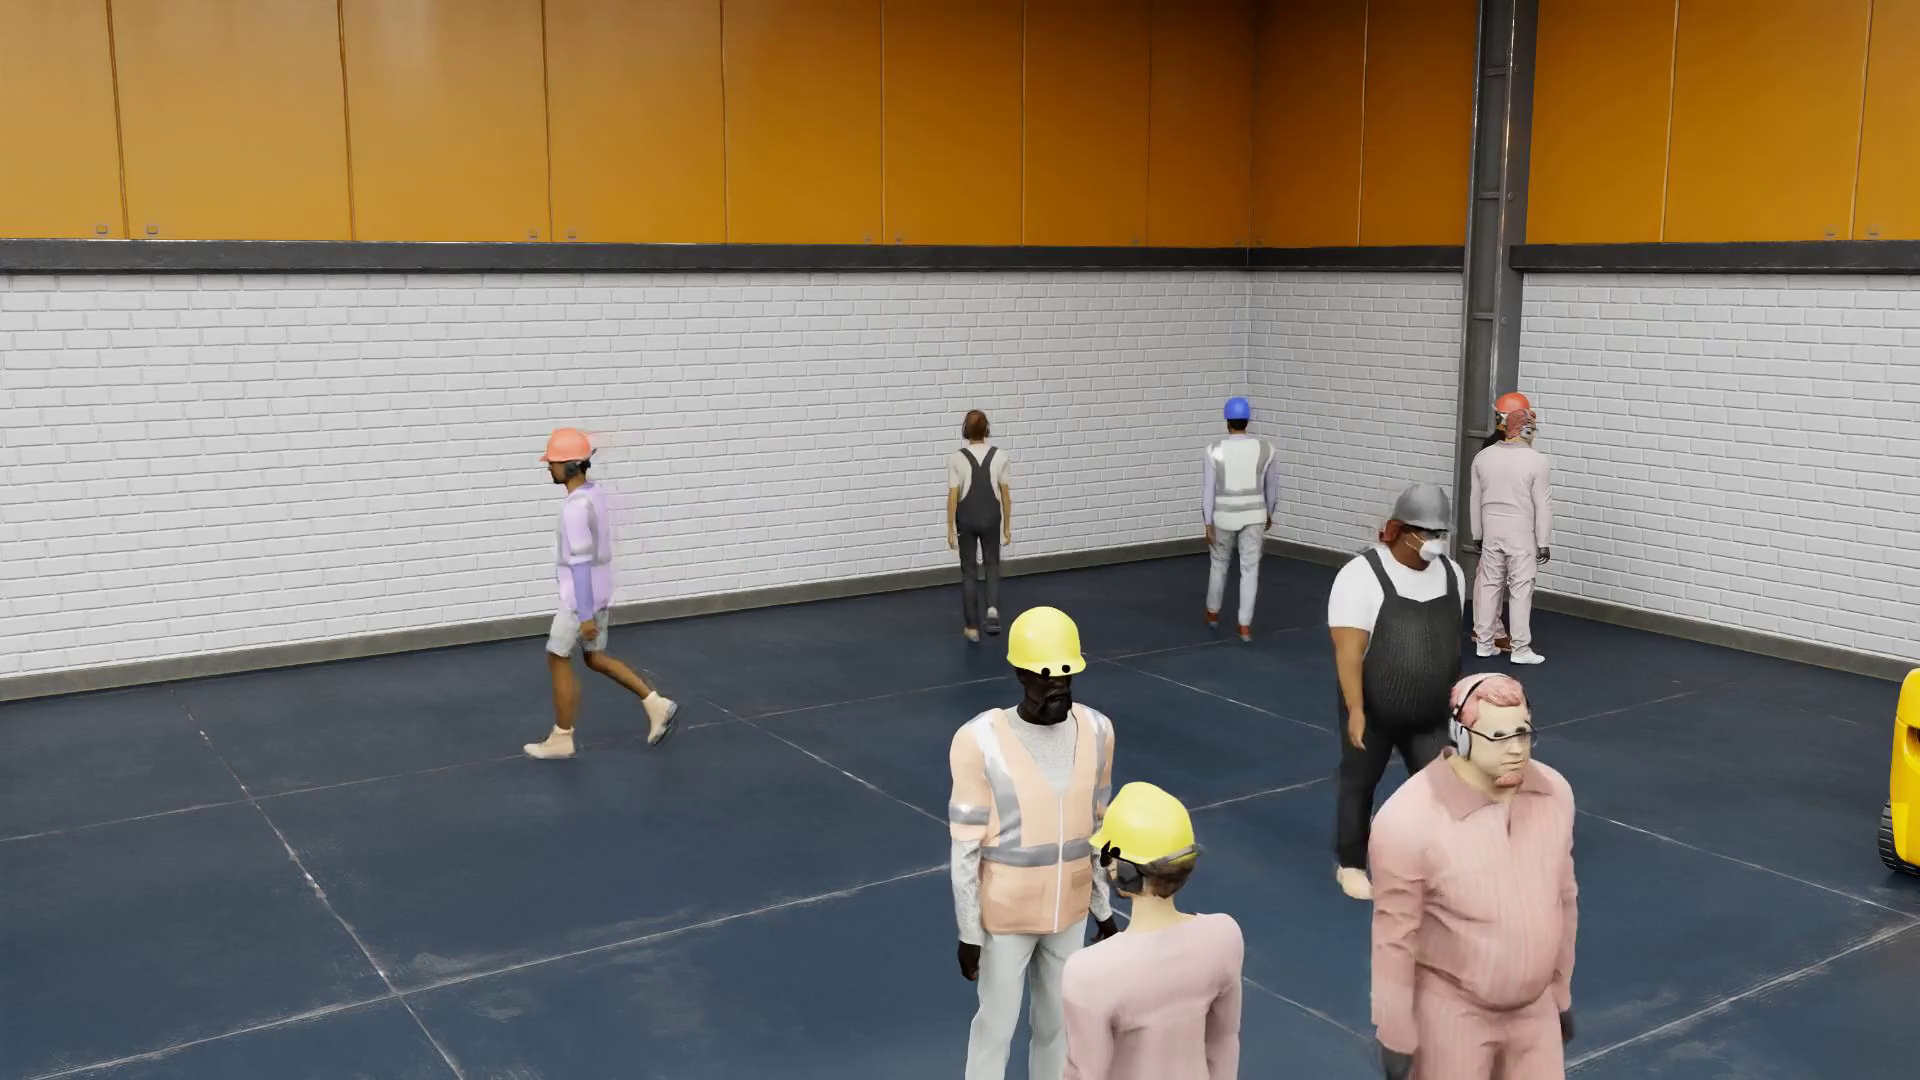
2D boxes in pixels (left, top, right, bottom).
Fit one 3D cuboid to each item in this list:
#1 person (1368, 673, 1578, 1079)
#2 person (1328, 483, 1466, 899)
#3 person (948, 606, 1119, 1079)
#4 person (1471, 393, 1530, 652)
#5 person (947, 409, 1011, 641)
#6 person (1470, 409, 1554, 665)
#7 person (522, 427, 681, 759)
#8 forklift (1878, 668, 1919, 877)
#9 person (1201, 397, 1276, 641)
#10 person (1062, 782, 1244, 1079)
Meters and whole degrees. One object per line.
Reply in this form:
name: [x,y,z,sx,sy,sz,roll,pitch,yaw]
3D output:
person: [1.407,1.271,4.609,0.662,1.887,0.490,-4,10,-22]
person: [2.022,0.717,7.490,0.699,2.000,1.002,-2,10,-12]
person: [0.245,1.151,5.213,0.585,1.929,0.375,-5,11,-28]
person: [4.187,-0.144,12.842,0.393,1.985,0.610,1,9,3]
person: [0.150,-0.106,13.053,0.525,1.835,0.469,-1,10,-8]
person: [4.121,-0.026,12.390,0.403,1.899,0.652,-8,12,-39]
person: [-2.175,0.325,9.942,0.852,2.016,0.612,1,9,3]
forklift: [5.511,0.571,7.906,2.313,2.155,1.214,-6,11,-33]
person: [2.226,-0.192,13.373,0.613,1.906,0.856,0,9,3]
person: [0.438,1.438,3.968,0.533,1.768,0.312,-6,11,-33]
